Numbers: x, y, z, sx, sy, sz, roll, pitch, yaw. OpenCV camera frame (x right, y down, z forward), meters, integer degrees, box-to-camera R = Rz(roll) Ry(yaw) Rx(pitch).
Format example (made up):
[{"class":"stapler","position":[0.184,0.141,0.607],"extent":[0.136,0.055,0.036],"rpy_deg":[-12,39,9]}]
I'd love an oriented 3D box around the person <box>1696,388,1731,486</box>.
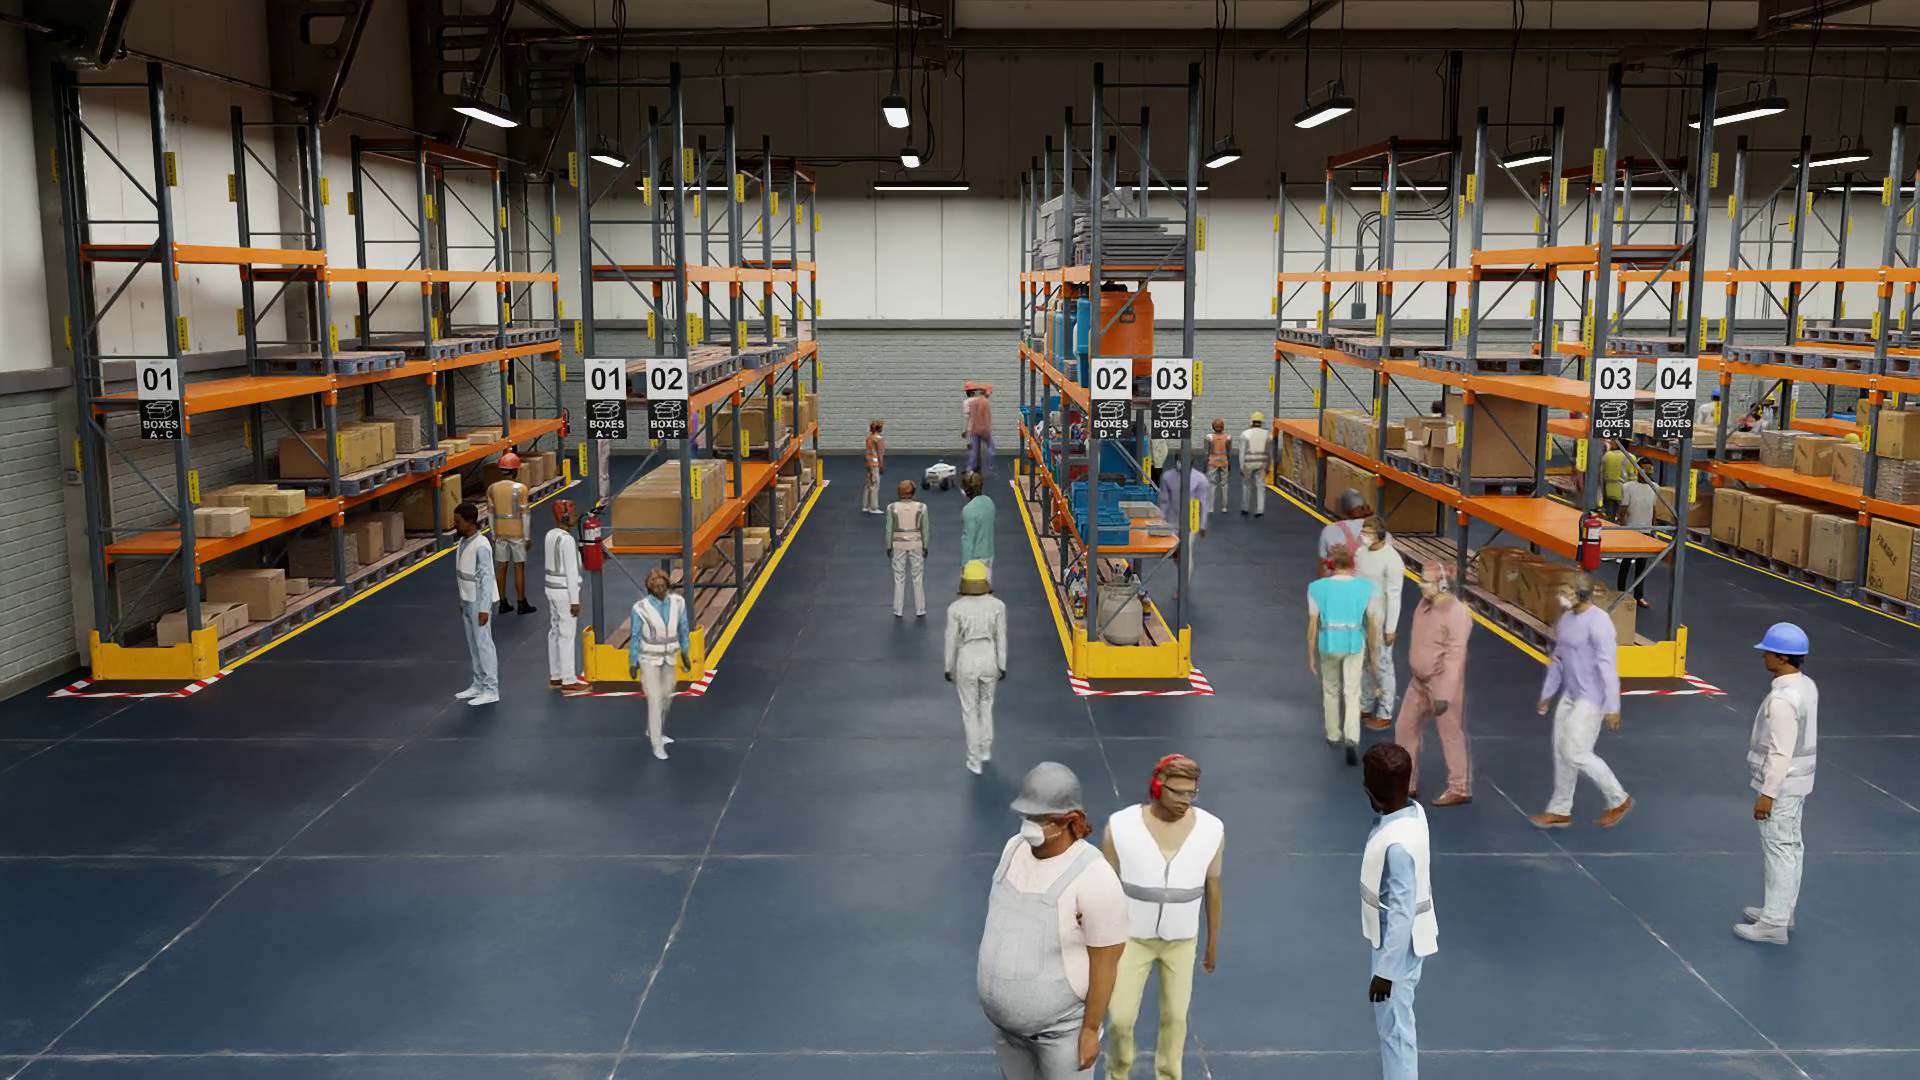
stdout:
[{"class":"person","position":[14.812,-2.041,32.750],"extent":[0.597,1.883,1.038],"rpy_deg":[5,10,27]}]

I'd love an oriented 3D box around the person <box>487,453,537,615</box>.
[{"class":"person","position":[-5.381,-0.073,19.943],"extent":[0.547,1.938,0.377],"rpy_deg":[3,9,17]}]

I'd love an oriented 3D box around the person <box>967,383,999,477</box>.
[{"class":"person","position":[0.496,-2.210,33.707],"extent":[0.855,1.927,0.679],"rpy_deg":[-6,11,-34]}]

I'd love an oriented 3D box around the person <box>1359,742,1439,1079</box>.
[{"class":"person","position":[1.986,1.857,7.607],"extent":[0.390,1.914,0.587],"rpy_deg":[2,9,15]}]

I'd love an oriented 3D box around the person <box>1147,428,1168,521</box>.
[{"class":"person","position":[3.260,-1.244,27.347],"extent":[0.414,1.987,0.607],"rpy_deg":[1,9,8]}]

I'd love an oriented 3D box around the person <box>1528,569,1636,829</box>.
[{"class":"person","position":[4.522,1.170,12.010],"extent":[0.763,1.922,0.681],"rpy_deg":[0,9,-1]}]

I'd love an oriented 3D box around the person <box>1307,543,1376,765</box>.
[{"class":"person","position":[3.186,0.936,13.895],"extent":[0.601,1.803,0.898],"rpy_deg":[1,9,8]}]

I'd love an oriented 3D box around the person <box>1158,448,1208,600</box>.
[{"class":"person","position":[2.828,-0.231,21.023],"extent":[0.639,1.917,0.732],"rpy_deg":[5,10,31]}]

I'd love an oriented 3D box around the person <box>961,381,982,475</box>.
[{"class":"person","position":[0.235,-2.304,34.308],"extent":[0.366,1.935,0.543],"rpy_deg":[8,12,41]}]

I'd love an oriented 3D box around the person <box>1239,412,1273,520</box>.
[{"class":"person","position":[4.957,-1.250,28.005],"extent":[0.612,1.777,0.952],"rpy_deg":[-1,9,-5]}]

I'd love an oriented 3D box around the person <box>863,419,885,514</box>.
[{"class":"person","position":[-1.462,-1.259,28.586],"extent":[0.322,1.627,0.529],"rpy_deg":[-5,10,-30]}]

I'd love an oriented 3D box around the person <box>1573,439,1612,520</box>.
[{"class":"person","position":[9.347,-0.799,24.503],"extent":[0.642,1.970,1.056],"rpy_deg":[-2,9,-12]}]

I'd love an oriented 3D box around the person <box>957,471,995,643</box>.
[{"class":"person","position":[0.185,0.214,18.131],"extent":[0.366,1.932,0.629],"rpy_deg":[4,10,26]}]

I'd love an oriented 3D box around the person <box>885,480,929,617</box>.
[{"class":"person","position":[-0.627,0.108,19.745],"extent":[0.514,1.636,0.315],"rpy_deg":[0,9,-1]}]

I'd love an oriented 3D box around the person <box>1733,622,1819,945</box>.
[{"class":"person","position":[4.951,1.459,10.048],"extent":[0.389,1.949,0.604],"rpy_deg":[7,11,37]}]

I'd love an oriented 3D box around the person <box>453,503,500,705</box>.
[{"class":"person","position":[-4.568,0.592,15.733],"extent":[0.373,1.915,0.594],"rpy_deg":[-6,11,-34]}]

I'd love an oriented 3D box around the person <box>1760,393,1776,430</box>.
[{"class":"person","position":[16.494,-2.167,34.074],"extent":[0.487,1.737,0.338],"rpy_deg":[-6,11,-34]}]

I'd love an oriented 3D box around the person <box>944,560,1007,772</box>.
[{"class":"person","position":[0.104,1.009,13.627],"extent":[0.506,1.723,0.592],"rpy_deg":[-2,9,-15]}]

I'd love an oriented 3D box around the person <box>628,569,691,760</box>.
[{"class":"person","position":[-2.580,1.011,14.040],"extent":[0.530,1.606,0.602],"rpy_deg":[-8,12,-40]}]

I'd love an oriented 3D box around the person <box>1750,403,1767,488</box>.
[{"class":"person","position":[14.124,-1.509,29.479],"extent":[0.372,1.855,0.529],"rpy_deg":[0,9,2]}]

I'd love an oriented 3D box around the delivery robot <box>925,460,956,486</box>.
[{"class":"delivery robot","position":[-0.370,-1.292,31.914],"extent":[0.477,0.478,0.707],"rpy_deg":[4,10,27]}]

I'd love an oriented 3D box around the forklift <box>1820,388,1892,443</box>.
[{"class":"forklift","position":[20.072,-3.110,36.462],"extent":[1.873,2.768,1.129],"rpy_deg":[0,9,0]}]

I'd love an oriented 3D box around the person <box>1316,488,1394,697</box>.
[{"class":"person","position":[3.786,0.484,16.032],"extent":[0.778,2.000,0.661],"rpy_deg":[2,9,15]}]

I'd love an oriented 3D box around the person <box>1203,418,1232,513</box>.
[{"class":"person","position":[4.434,-1.271,28.604],"extent":[0.514,1.641,0.307],"rpy_deg":[-1,9,-9]}]

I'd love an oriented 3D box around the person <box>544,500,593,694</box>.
[{"class":"person","position":[-3.840,0.545,16.148],"extent":[0.358,1.882,0.574],"rpy_deg":[-6,11,-34]}]

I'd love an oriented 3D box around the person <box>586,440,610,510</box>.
[{"class":"person","position":[-6.330,-1.485,29.111],"extent":[0.409,1.913,0.649],"rpy_deg":[0,9,0]}]

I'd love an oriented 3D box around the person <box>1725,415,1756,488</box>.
[{"class":"person","position":[13.451,-1.321,28.669],"extent":[0.562,1.721,0.801],"rpy_deg":[-1,9,-4]}]

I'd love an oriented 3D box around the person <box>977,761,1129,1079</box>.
[{"class":"person","position":[0.328,1.908,6.869],"extent":[0.538,2.000,0.683],"rpy_deg":[-8,12,-40]}]

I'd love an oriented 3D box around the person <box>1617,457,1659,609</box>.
[{"class":"person","position":[8.270,-0.087,20.245],"extent":[0.521,1.874,0.328],"rpy_deg":[-2,9,-11]}]

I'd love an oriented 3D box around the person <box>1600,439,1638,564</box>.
[{"class":"person","position":[9.329,-0.622,23.532],"extent":[0.373,1.921,0.585],"rpy_deg":[-5,10,-31]}]

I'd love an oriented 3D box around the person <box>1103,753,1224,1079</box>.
[{"class":"person","position":[0.926,1.868,7.814],"extent":[0.607,1.826,0.435],"rpy_deg":[-1,9,-5]}]

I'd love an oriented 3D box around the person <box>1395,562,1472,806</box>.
[{"class":"person","position":[3.508,1.100,12.586],"extent":[0.815,1.876,0.692],"rpy_deg":[-2,9,-14]}]

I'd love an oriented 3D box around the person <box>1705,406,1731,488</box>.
[{"class":"person","position":[14.614,-1.826,32.266],"extent":[0.507,1.598,0.797],"rpy_deg":[-1,9,-5]}]

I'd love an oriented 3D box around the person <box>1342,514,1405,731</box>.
[{"class":"person","position":[3.696,0.728,14.839],"extent":[0.383,1.932,0.626],"rpy_deg":[-3,9,-21]}]
